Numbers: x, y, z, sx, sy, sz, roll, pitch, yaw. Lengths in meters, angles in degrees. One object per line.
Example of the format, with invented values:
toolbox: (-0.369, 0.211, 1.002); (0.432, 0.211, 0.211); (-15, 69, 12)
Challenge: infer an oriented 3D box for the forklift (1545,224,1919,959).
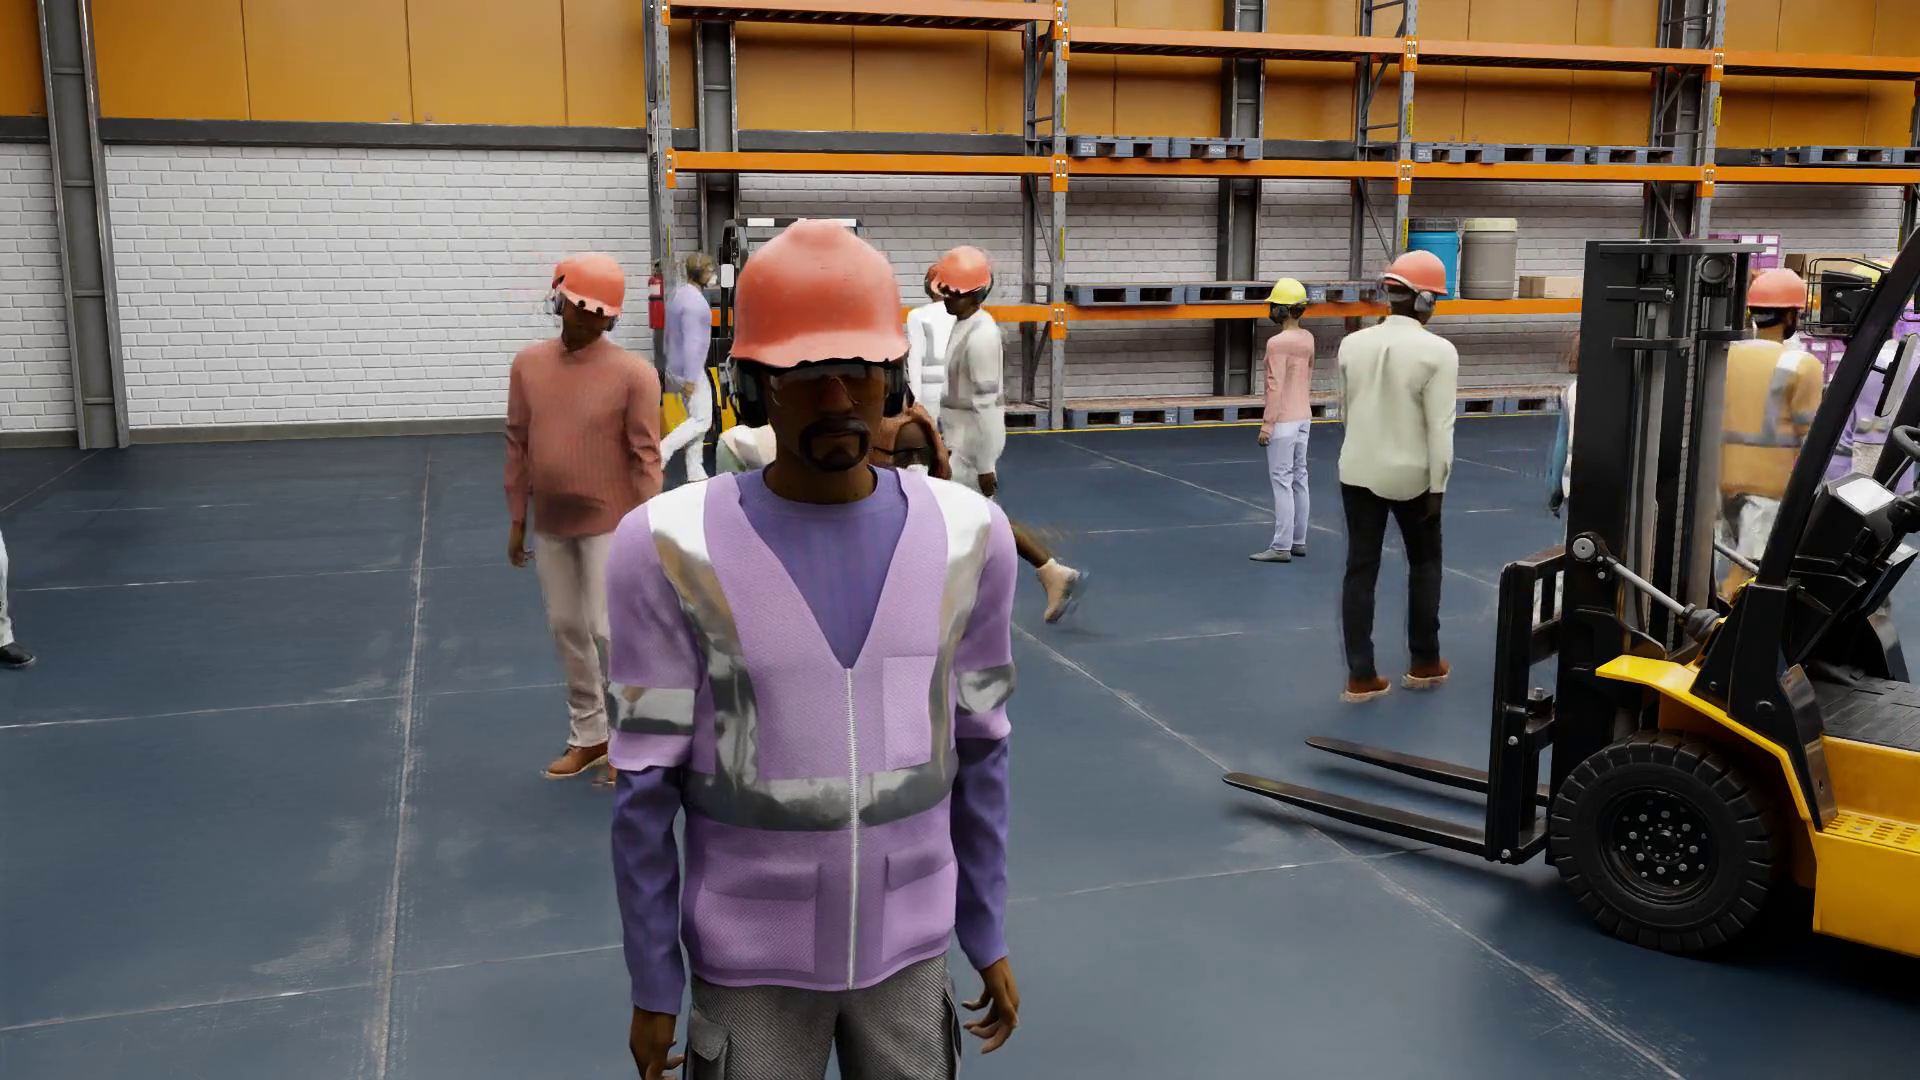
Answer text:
forklift: (2.909, 0.117, 4.508); (2.313, 2.155, 1.214); (9, 14, 40)

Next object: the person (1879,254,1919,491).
person: (7.225, -1.256, 12.875); (0.978, 1.892, 0.559); (-1, 10, -5)

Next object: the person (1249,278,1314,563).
person: (2.024, -0.742, 10.387); (0.308, 1.772, 0.525); (7, 13, 35)

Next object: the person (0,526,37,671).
person: (-4.550, -0.210, 7.436); (0.425, 1.785, 0.648); (4, 11, 22)

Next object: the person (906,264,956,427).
person: (-0.140, -1.089, 12.131); (0.590, 1.828, 0.962); (-4, 11, -22)

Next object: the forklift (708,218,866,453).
forklift: (-1.522, -1.778, 14.899); (1.214, 2.155, 2.313); (-3, 11, -17)

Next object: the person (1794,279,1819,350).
person: (6.048, -1.065, 12.310); (0.931, 1.716, 0.536); (6, 12, 31)

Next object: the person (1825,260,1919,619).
person: (3.677, -0.168, 6.805); (0.372, 1.925, 0.595); (8, 13, 38)

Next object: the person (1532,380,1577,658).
person: (3.047, -0.218, 8.034); (0.852, 1.606, 0.533); (-3, 11, -17)

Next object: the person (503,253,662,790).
person: (-1.386, -0.053, 6.151); (0.661, 1.962, 0.362); (4, 11, 21)

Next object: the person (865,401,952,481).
person: (-0.200, 0.397, 4.568); (0.516, 1.612, 0.600); (-4, 11, -19)

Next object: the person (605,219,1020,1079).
person: (-0.189, 0.574, 2.420); (0.607, 2.044, 0.375); (-4, 11, -21)

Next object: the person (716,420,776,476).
person: (-0.639, 0.111, 6.111); (0.526, 1.619, 0.577); (-6, 12, -31)

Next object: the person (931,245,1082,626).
person: (0.144, -0.475, 8.329); (0.890, 1.987, 0.644); (0, 10, 0)

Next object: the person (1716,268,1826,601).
person: (3.534, -0.260, 7.429); (1.003, 1.900, 0.554); (-5, 11, -24)

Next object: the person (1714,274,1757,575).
person: (4.080, -0.451, 8.603); (0.788, 1.843, 0.517); (3, 11, 18)

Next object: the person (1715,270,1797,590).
person: (4.499, -0.615, 9.514); (0.995, 1.826, 0.590); (-5, 12, -28)

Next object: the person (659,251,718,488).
person: (-2.189, -1.305, 13.064); (0.601, 1.918, 0.657); (-3, 11, -15)

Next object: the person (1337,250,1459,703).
person: (1.963, -0.286, 7.360); (0.605, 1.951, 0.828); (9, 13, 40)

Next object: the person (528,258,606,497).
person: (-2.831, -1.187, 12.601); (0.979, 1.860, 0.528); (0, 10, 0)
